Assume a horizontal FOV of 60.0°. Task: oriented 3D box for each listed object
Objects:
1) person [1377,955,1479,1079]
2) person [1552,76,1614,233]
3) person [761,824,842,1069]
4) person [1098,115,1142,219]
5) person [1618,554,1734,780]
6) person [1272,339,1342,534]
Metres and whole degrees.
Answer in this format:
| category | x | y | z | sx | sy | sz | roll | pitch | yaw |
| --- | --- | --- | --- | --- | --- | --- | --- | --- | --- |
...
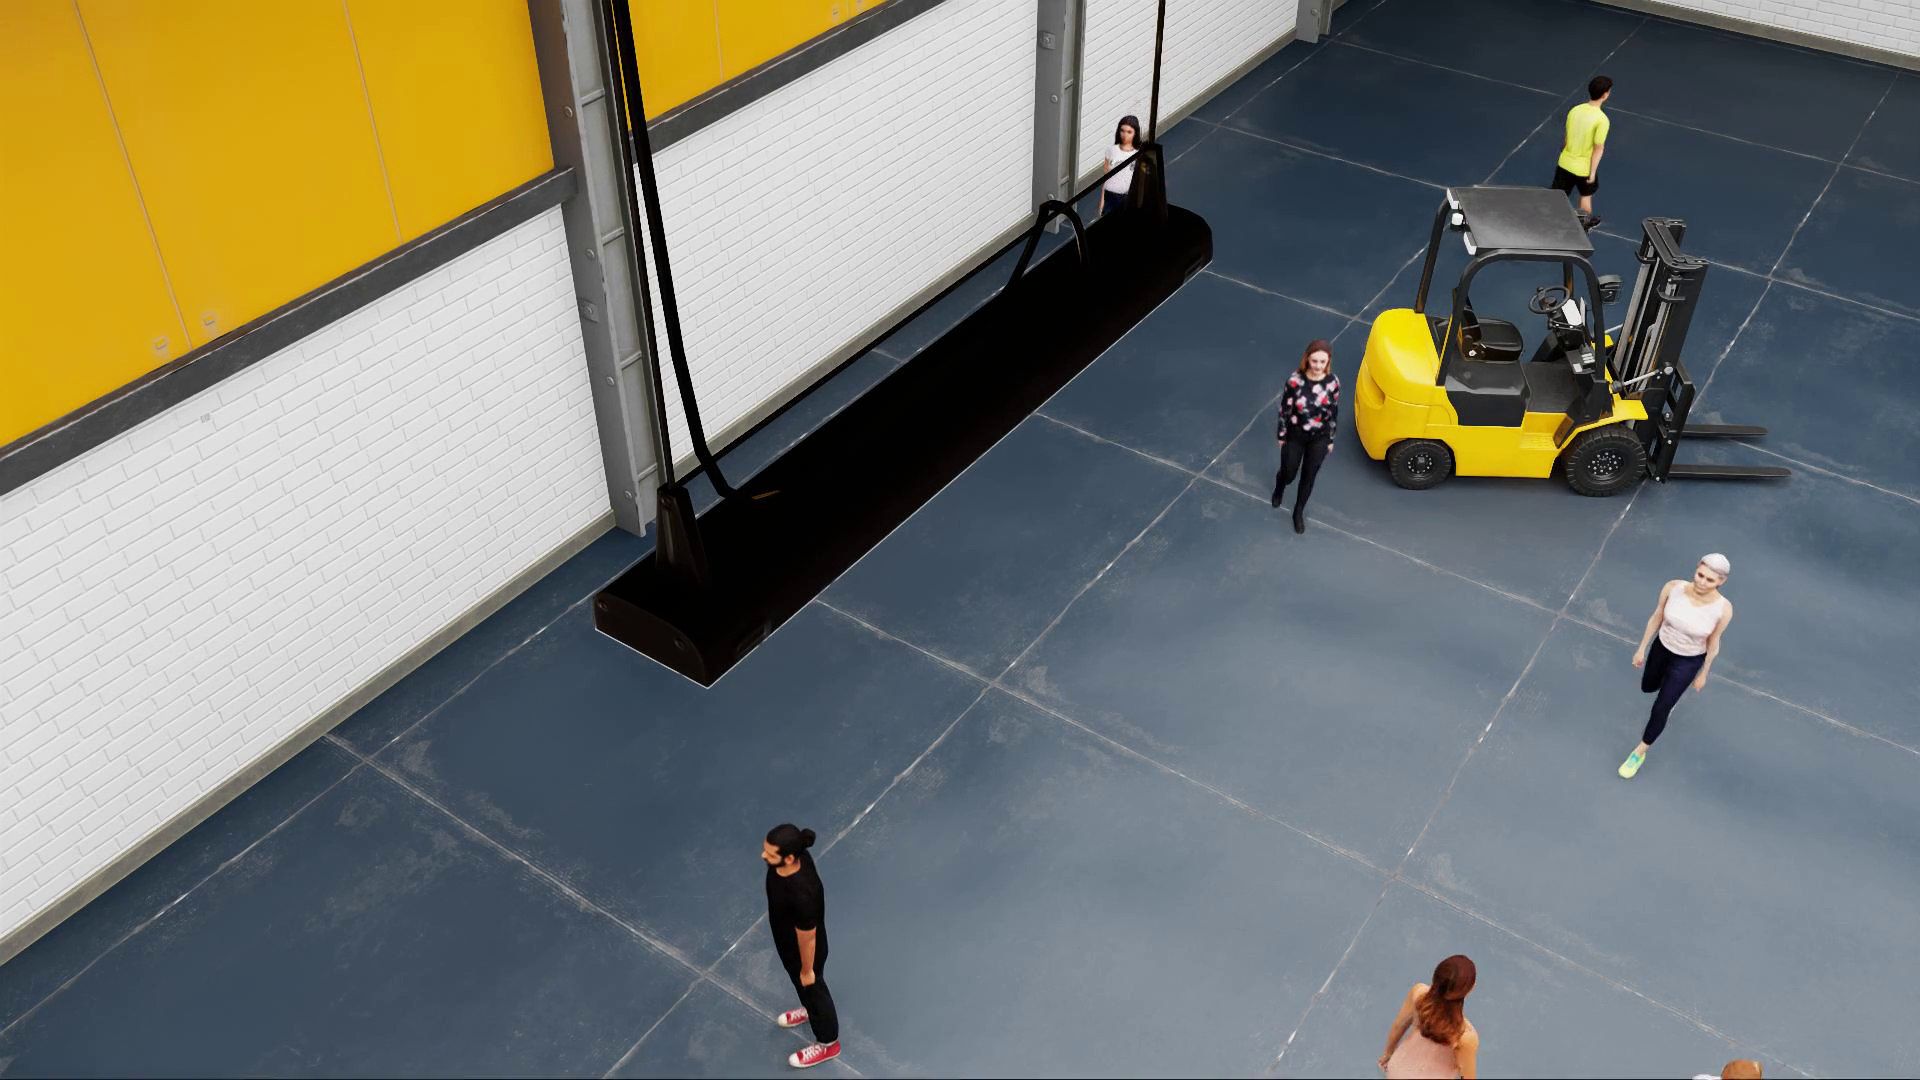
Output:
| category | x | y | z | sx | sy | sz | roll | pitch | yaw |
| --- | --- | --- | --- | --- | --- | --- | --- | --- | --- |
| person | 2.154 | 2.685 | 8.082 | 0.922 | 1.807 | 0.820 | -18 | 42 | -22 |
| person | 5.926 | -3.622 | 16.079 | 1.061 | 1.682 | 0.841 | -25 | 45 | -28 |
| person | -0.841 | 2.117 | 8.837 | 0.717 | 1.753 | 0.701 | -14 | 41 | -17 |
| person | 1.512 | -3.118 | 15.387 | 0.668 | 1.759 | 0.962 | 18 | 42 | 21 |
| person | 4.611 | 0.715 | 10.649 | 0.734 | 1.683 | 1.106 | 31 | 48 | 33 |
| person | 2.617 | -0.841 | 12.605 | 0.757 | 1.673 | 0.823 | 0 | 39 | 0 |
